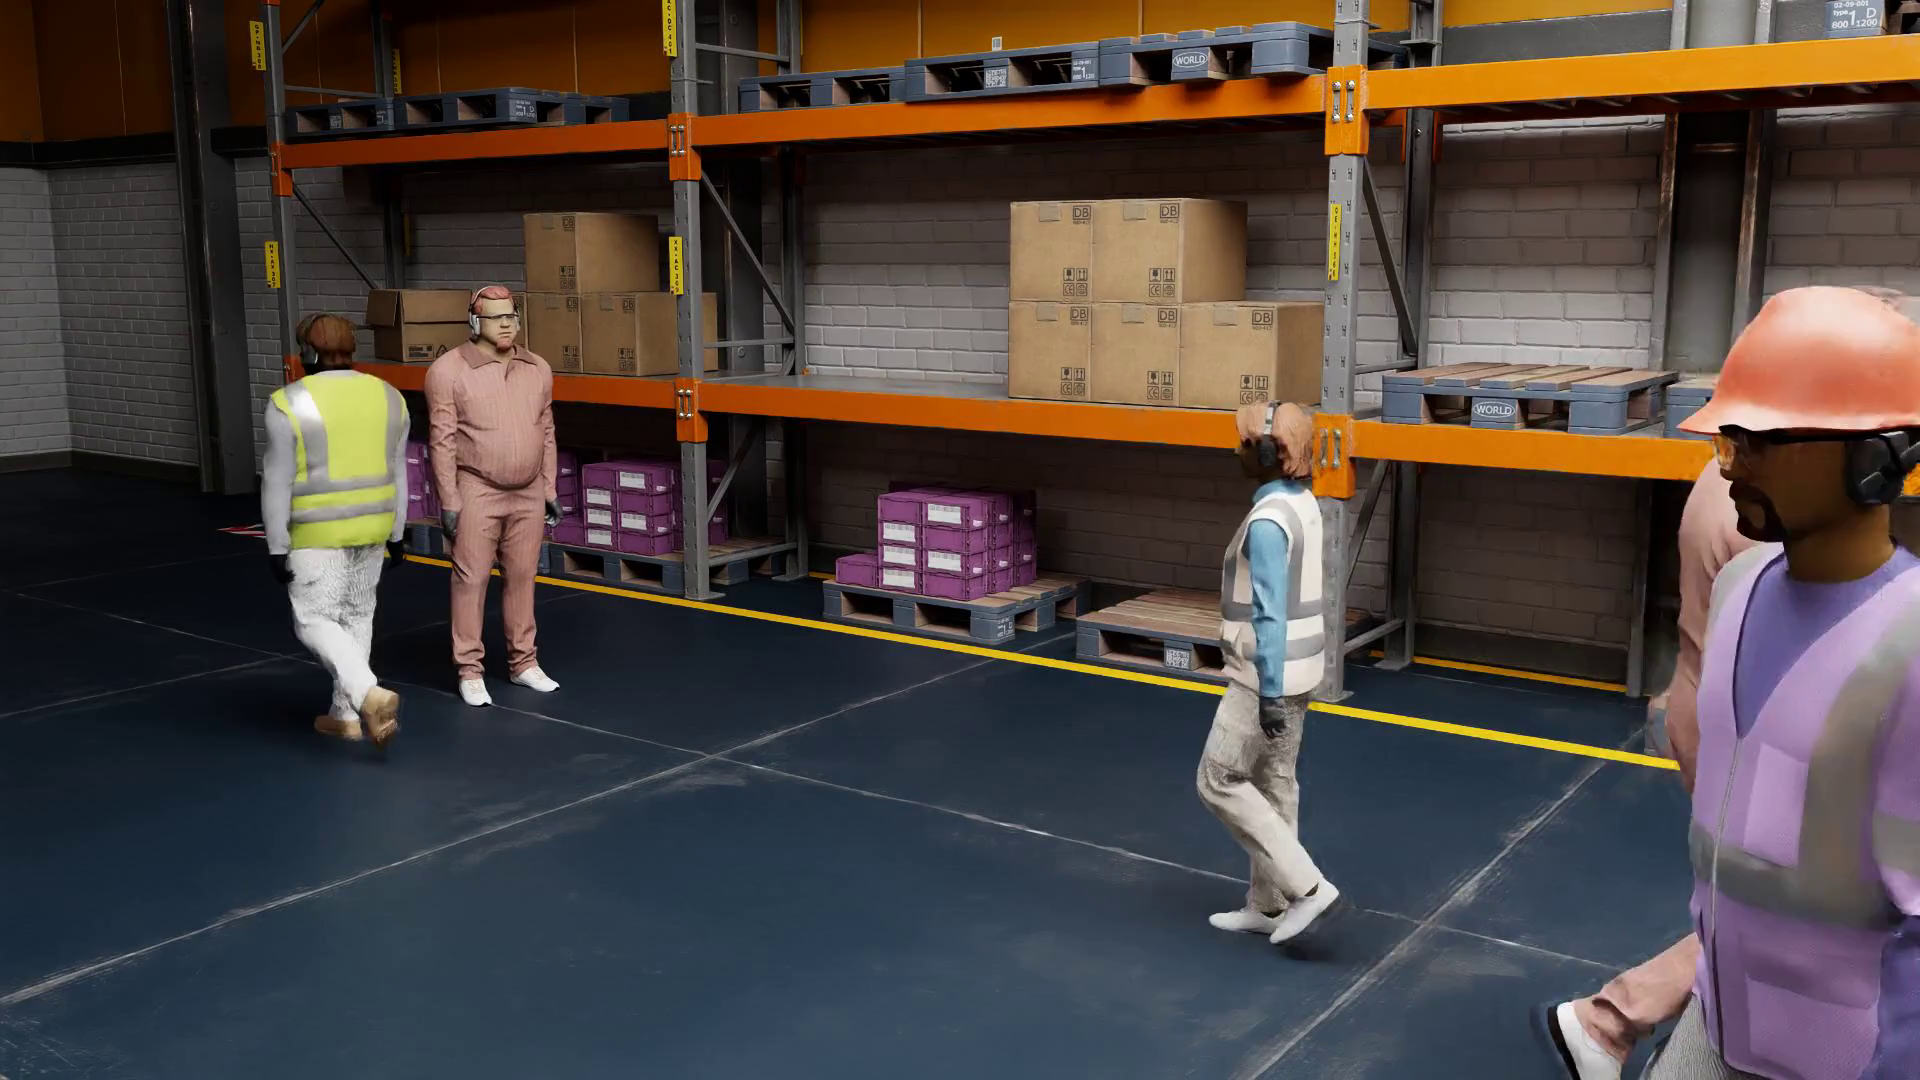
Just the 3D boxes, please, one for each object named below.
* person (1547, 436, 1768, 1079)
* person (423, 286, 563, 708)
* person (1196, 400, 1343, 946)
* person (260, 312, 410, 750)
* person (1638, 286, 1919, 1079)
[{"bbox_3d":[1.720,0.467,3.745,0.586,1.888,0.662,2,10,13],"label":"person"},{"bbox_3d":[-2.111,-0.206,7.663,0.642,1.910,0.401,-9,13,-44],"label":"person"},{"bbox_3d":[0.904,0.402,4.878,0.382,1.628,0.519,5,11,26],"label":"person"},{"bbox_3d":[-2.518,-0.018,6.810,0.723,1.822,0.631,8,12,39],"label":"person"},{"bbox_3d":[1.139,0.657,2.294,1.035,1.987,0.629,-1,10,-7],"label":"person"}]
